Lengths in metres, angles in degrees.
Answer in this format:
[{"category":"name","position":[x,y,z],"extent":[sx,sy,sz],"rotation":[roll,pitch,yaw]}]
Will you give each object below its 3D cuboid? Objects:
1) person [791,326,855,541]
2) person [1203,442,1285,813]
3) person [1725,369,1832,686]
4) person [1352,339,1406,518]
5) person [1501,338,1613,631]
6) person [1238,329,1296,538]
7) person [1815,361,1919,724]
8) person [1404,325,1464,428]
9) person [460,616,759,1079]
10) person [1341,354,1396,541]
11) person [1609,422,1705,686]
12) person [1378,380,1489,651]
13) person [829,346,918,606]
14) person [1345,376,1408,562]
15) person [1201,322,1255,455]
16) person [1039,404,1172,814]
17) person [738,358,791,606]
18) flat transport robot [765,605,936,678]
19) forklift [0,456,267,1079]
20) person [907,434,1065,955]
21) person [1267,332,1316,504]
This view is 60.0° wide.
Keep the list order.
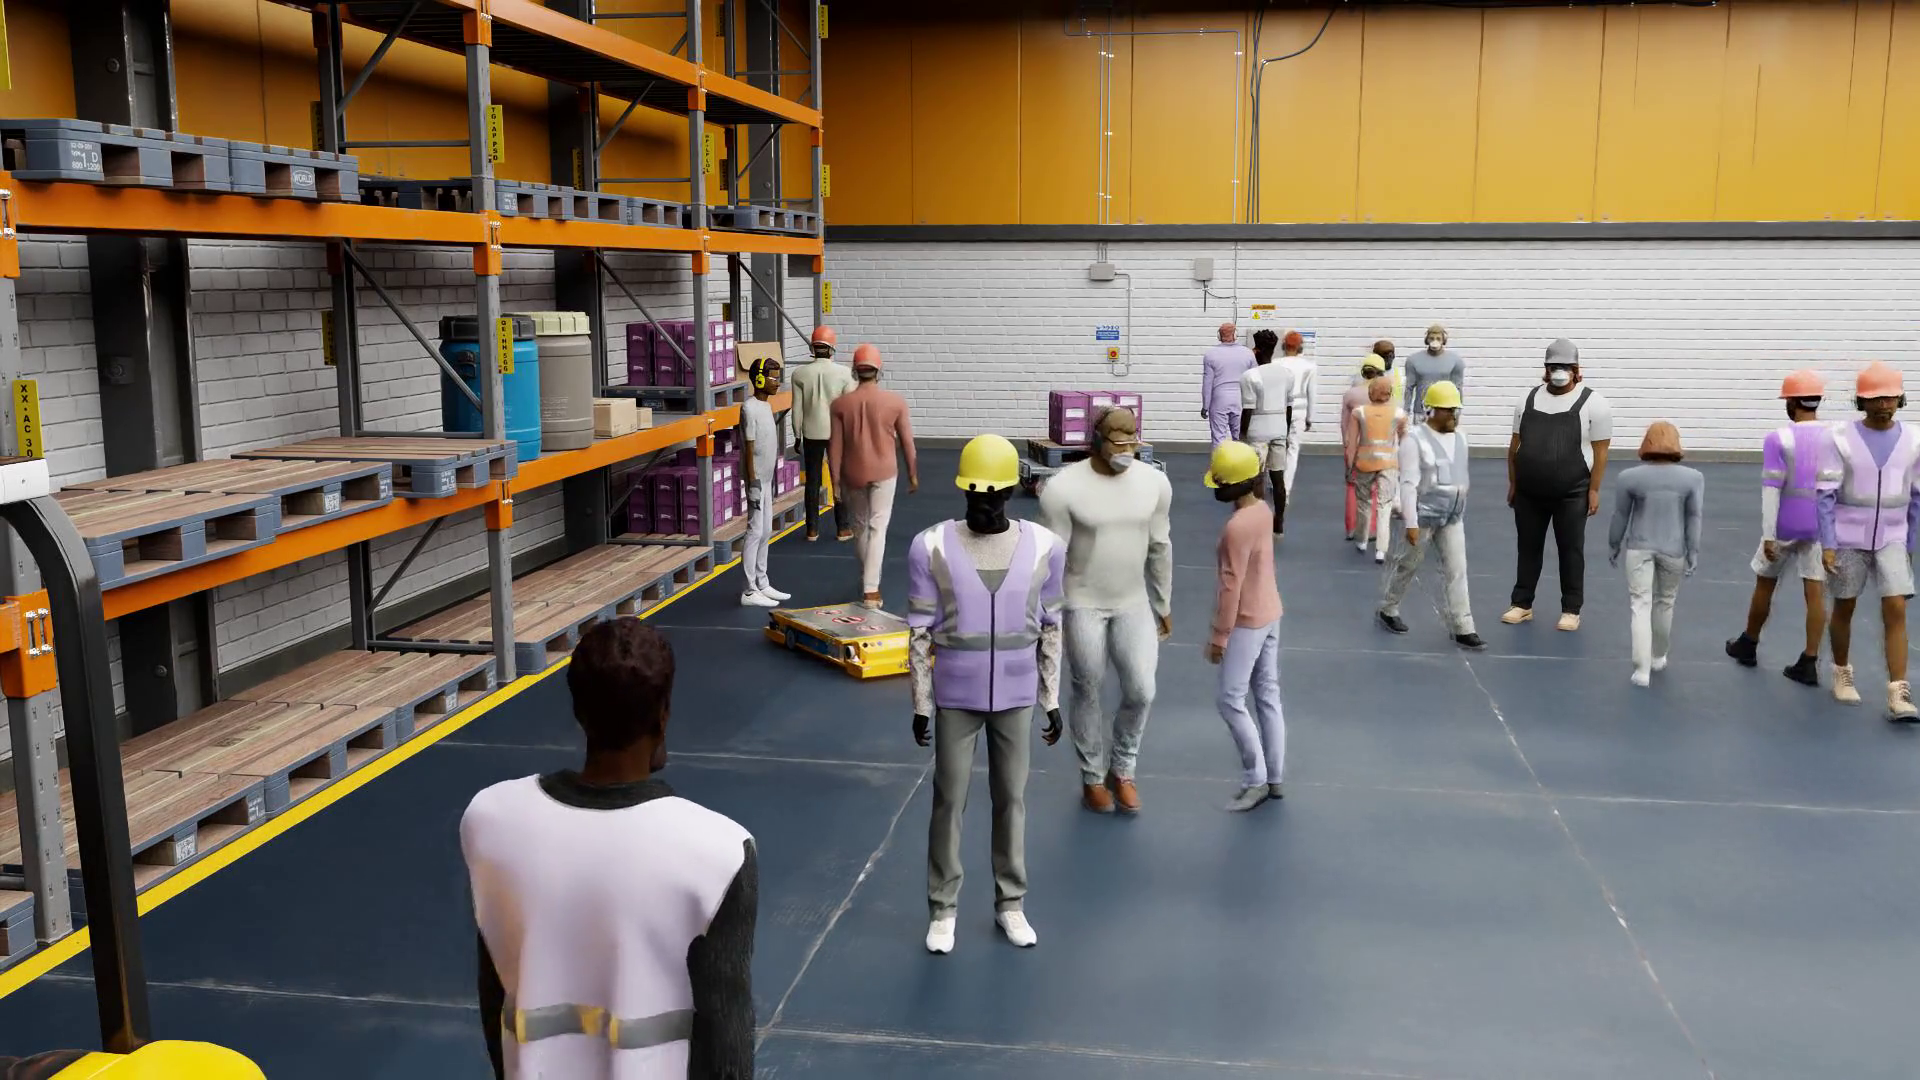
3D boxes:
[{"category":"person","position":[-1.254,-0.981,15.439],"extent":[0.608,1.995,0.377],"rotation":[0,9,2]},{"category":"person","position":[1.344,0.397,7.775],"extent":[0.338,1.734,0.617],"rotation":[4,10,26]},{"category":"person","position":[5.149,-0.104,10.311],"extent":[0.559,1.896,0.890],"rotation":[0,9,2]},{"category":"person","position":[4.271,-1.107,16.758],"extent":[0.645,1.810,0.771],"rotation":[-3,10,-17]},{"category":"person","position":[4.144,-0.390,11.652],"extent":[0.688,2.000,0.539],"rotation":[7,12,38]},{"category":"person","position":[2.839,-0.981,15.525],"extent":[0.600,1.967,0.368],"rotation":[-5,10,-26]},{"category":"person","position":[5.107,0.011,9.301],"extent":[0.607,1.995,0.967],"rotation":[2,9,13]},{"category":"person","position":[5.089,-1.357,17.995],"extent":[0.628,1.909,0.870],"rotation":[4,10,25]},{"category":"person","position":[-0.655,1.078,3.095],"extent":[0.591,1.891,0.916],"rotation":[2,9,9]},{"category":"person","position":[3.781,-0.856,15.482],"extent":[0.528,1.741,0.489],"rotation":[6,11,32]},{"category":"person","position":[4.256,0.068,10.205],"extent":[0.510,1.590,0.772],"rotation":[3,10,17]},{"category":"person","position":[3.171,-0.187,11.208],"extent":[0.609,1.786,0.939],"rotation":[-5,10,-26]},{"category":"person","position":[-0.664,-0.493,12.628],"extent":[0.629,1.941,1.045],"rotation":[2,9,12]},{"category":"person","position":[3.635,-0.626,14.497],"extent":[0.532,1.585,0.881],"rotation":[2,9,12]},{"category":"person","position":[3.132,-1.594,19.511],"extent":[0.636,1.903,0.404],"rotation":[-1,9,-8]},{"category":"person","position":[0.668,0.331,7.597],"extent":[0.671,1.908,0.518],"rotation":[-2,9,-14]},{"category":"person","position":[-1.484,-0.431,12.480],"extent":[0.334,1.860,0.508],"rotation":[2,9,10]},{"category":"flat transport robot","position":[-0.680,0.627,10.823],"extent":[0.652,0.197,1.431],"rotation":[-5,11,-30]},{"category":"forklift","position":[-2.328,0.975,2.765],"extent":[2.313,2.155,1.214],"rotation":[1,9,9]},{"category":"person","position":[0.102,0.564,6.130],"extent":[0.589,1.924,0.383],"rotation":[-1,9,-9]},{"category":"person","position":[3.573,-1.344,18.158],"extent":[0.596,1.836,0.982],"rotation":[1,9,5]}]
